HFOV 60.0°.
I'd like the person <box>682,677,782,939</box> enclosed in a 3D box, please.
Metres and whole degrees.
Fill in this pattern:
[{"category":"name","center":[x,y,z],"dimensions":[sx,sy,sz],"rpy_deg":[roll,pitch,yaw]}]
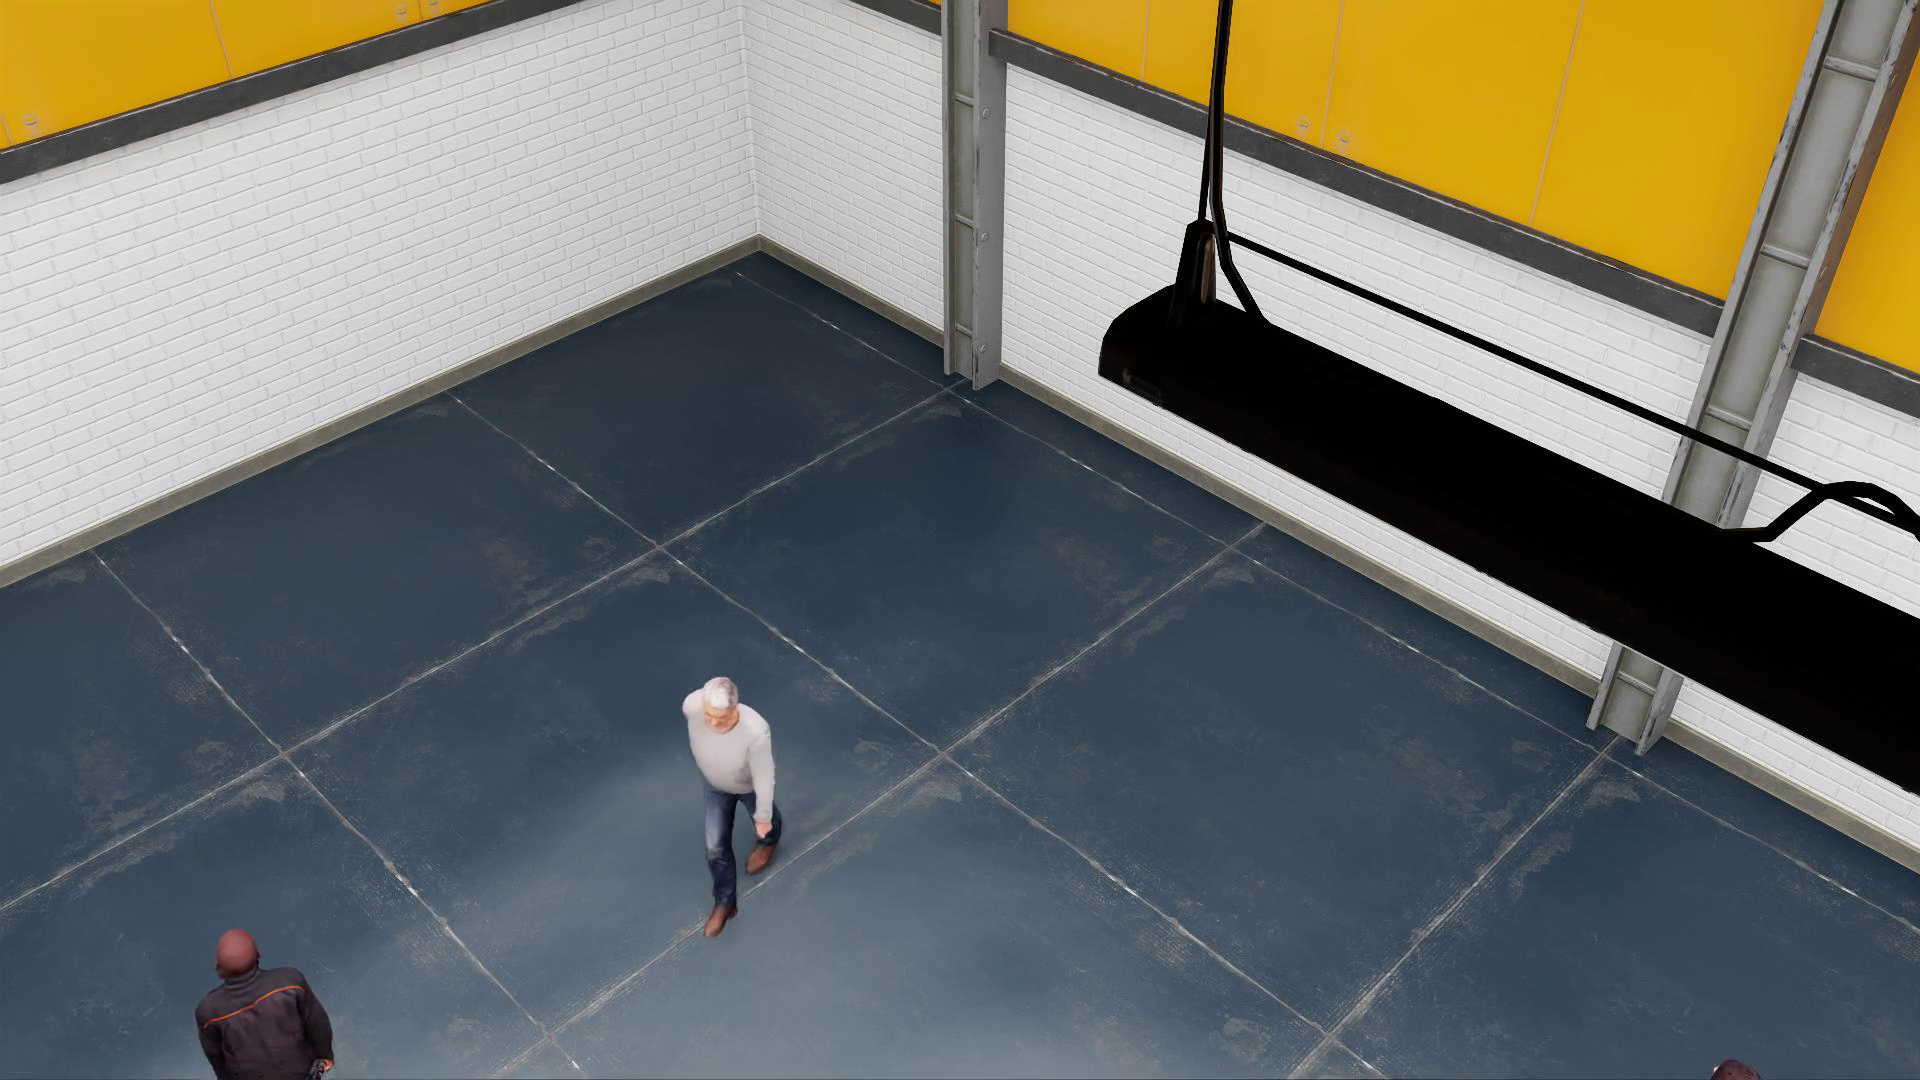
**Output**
[{"category":"person","center":[-1.229,1.292,9.326],"dimensions":[1.177,1.836,1.106],"rpy_deg":[18,42,21]}]

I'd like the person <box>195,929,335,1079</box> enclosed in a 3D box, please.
[{"category":"person","center":[-3.199,2.523,7.815],"dimensions":[0.804,1.799,1.078],"rpy_deg":[-23,44,-26]}]
